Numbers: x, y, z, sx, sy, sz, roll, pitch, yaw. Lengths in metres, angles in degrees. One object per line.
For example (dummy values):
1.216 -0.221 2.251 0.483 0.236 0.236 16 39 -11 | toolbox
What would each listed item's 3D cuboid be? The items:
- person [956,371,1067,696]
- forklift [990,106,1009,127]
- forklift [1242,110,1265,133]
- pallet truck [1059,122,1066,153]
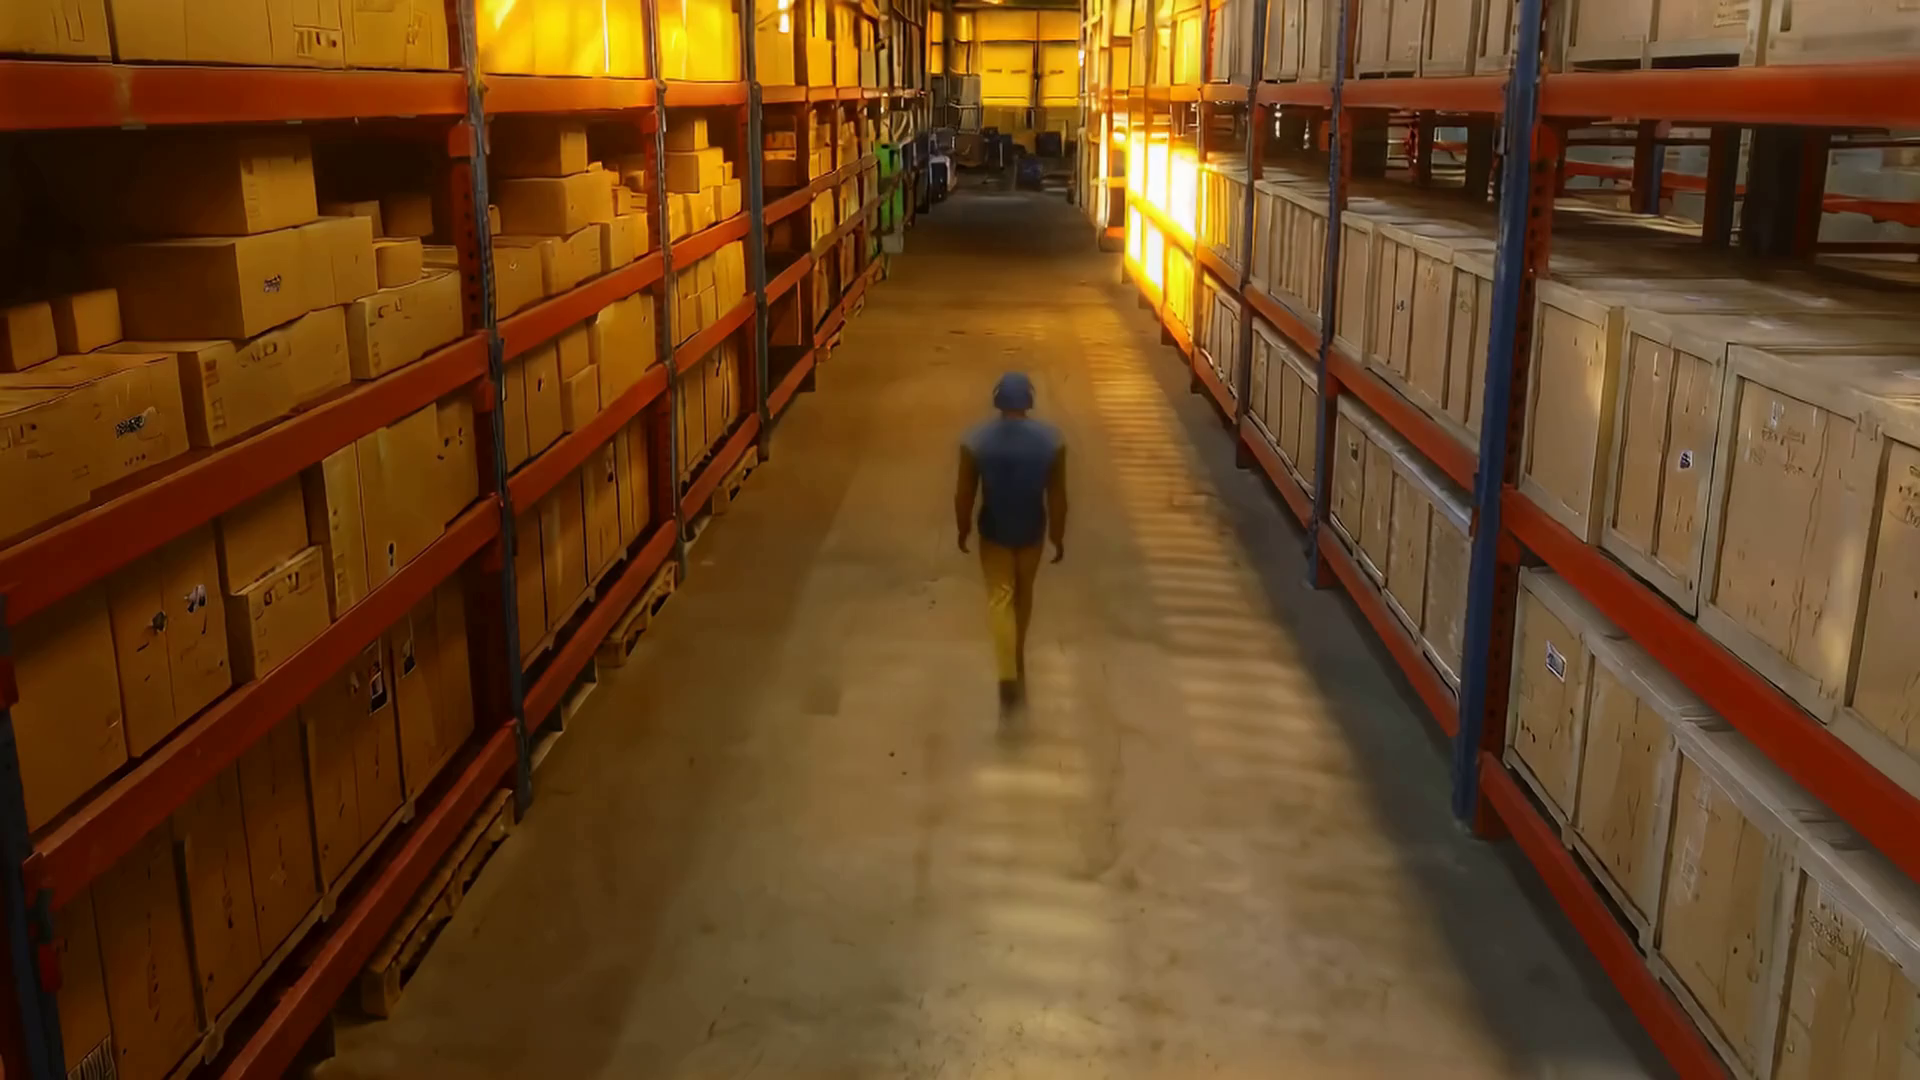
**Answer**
0.302 -0.062 9.913 0.647 1.893 1.011 -1 15 -4 | person
1.964 -20.467 83.943 1.129 2.768 1.873 -7 17 -25 | forklift
11.320 -15.284 64.657 1.129 2.768 1.873 7 17 26 | forklift
5.788 -21.111 88.014 1.885 1.965 0.823 5 16 18 | pallet truck
